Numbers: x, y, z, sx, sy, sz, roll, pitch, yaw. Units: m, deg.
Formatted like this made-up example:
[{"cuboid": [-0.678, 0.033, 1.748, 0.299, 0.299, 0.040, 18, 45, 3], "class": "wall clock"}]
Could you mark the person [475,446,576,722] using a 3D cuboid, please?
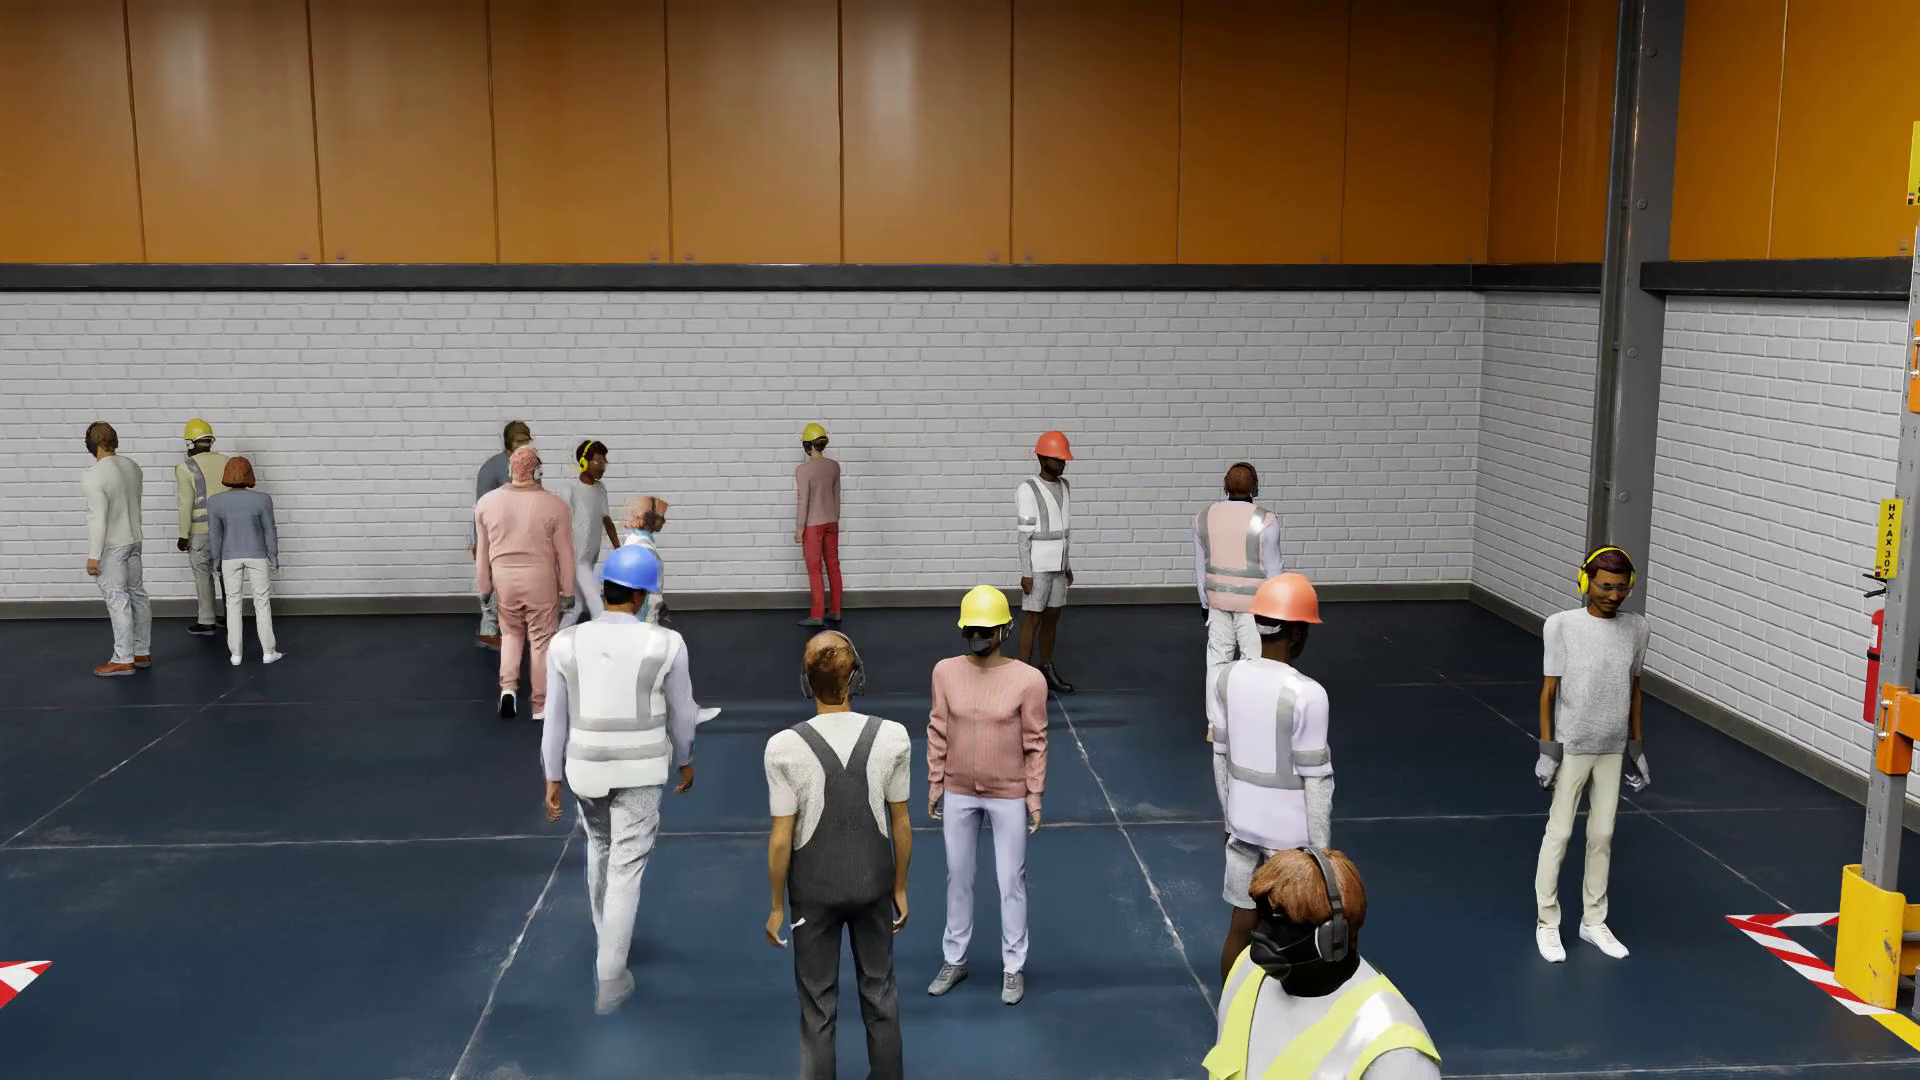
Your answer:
[{"cuboid": [-2.918, 0.312, 11.232, 0.665, 1.888, 0.465, 1, 9, 3], "class": "person"}]

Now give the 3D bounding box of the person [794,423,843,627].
[{"cuboid": [-1.241, -0.130, 14.395, 0.331, 1.767, 0.527, 7, 12, 39], "class": "person"}]

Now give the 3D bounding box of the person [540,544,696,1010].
[{"cuboid": [-1.435, 0.959, 7.126, 0.617, 1.893, 0.895, 1, 9, 6], "class": "person"}]

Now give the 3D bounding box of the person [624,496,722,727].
[{"cuboid": [-2.056, 0.502, 10.980, 0.876, 1.584, 0.536, -4, 10, -23], "class": "person"}]

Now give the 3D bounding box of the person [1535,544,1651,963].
[{"cuboid": [2.811, 0.940, 7.372, 0.519, 1.865, 0.328, -1, 9, -7], "class": "person"}]

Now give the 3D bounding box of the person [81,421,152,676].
[{"cuboid": [-6.428, 0.064, 12.644, 0.379, 1.937, 0.629, 1, 9, 5], "class": "person"}]

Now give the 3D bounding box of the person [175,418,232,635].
[{"cuboid": [-6.387, -0.114, 14.087, 0.404, 1.829, 0.600, 4, 10, 23], "class": "person"}]

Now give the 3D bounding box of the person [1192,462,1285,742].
[{"cuboid": [1.809, 0.416, 10.720, 0.627, 1.847, 0.429, 7, 11, 36], "class": "person"}]

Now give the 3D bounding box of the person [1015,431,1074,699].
[{"cuboid": [0.643, 0.177, 11.939, 0.378, 1.932, 0.551, 8, 12, 40], "class": "person"}]

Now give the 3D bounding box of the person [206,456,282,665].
[{"cuboid": [-5.576, 0.162, 12.971, 0.499, 1.634, 0.279, -2, 9, -13], "class": "person"}]

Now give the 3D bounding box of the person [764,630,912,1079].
[{"cuboid": [-0.413, 1.220, 5.684, 0.505, 1.842, 0.348, -3, 9, -16], "class": "person"}]

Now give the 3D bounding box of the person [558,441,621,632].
[{"cuboid": [-2.666, 0.178, 12.265, 0.933, 1.818, 0.552, 3, 9, 16], "class": "person"}]

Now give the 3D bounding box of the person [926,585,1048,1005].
[{"cuboid": [0.105, 1.056, 6.943, 0.523, 1.769, 0.313, 3, 9, 17], "class": "person"}]

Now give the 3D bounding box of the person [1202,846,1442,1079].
[{"cuboid": [0.728, 1.551, 3.602, 0.429, 1.842, 0.633, -4, 10, -25], "class": "person"}]

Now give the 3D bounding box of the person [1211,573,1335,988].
[{"cuboid": [1.197, 1.080, 6.274, 0.363, 1.933, 0.543, -7, 11, -38], "class": "person"}]

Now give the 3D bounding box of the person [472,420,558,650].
[{"cuboid": [-3.494, -0.011, 13.277, 1.046, 1.878, 0.646, 4, 10, 23], "class": "person"}]
